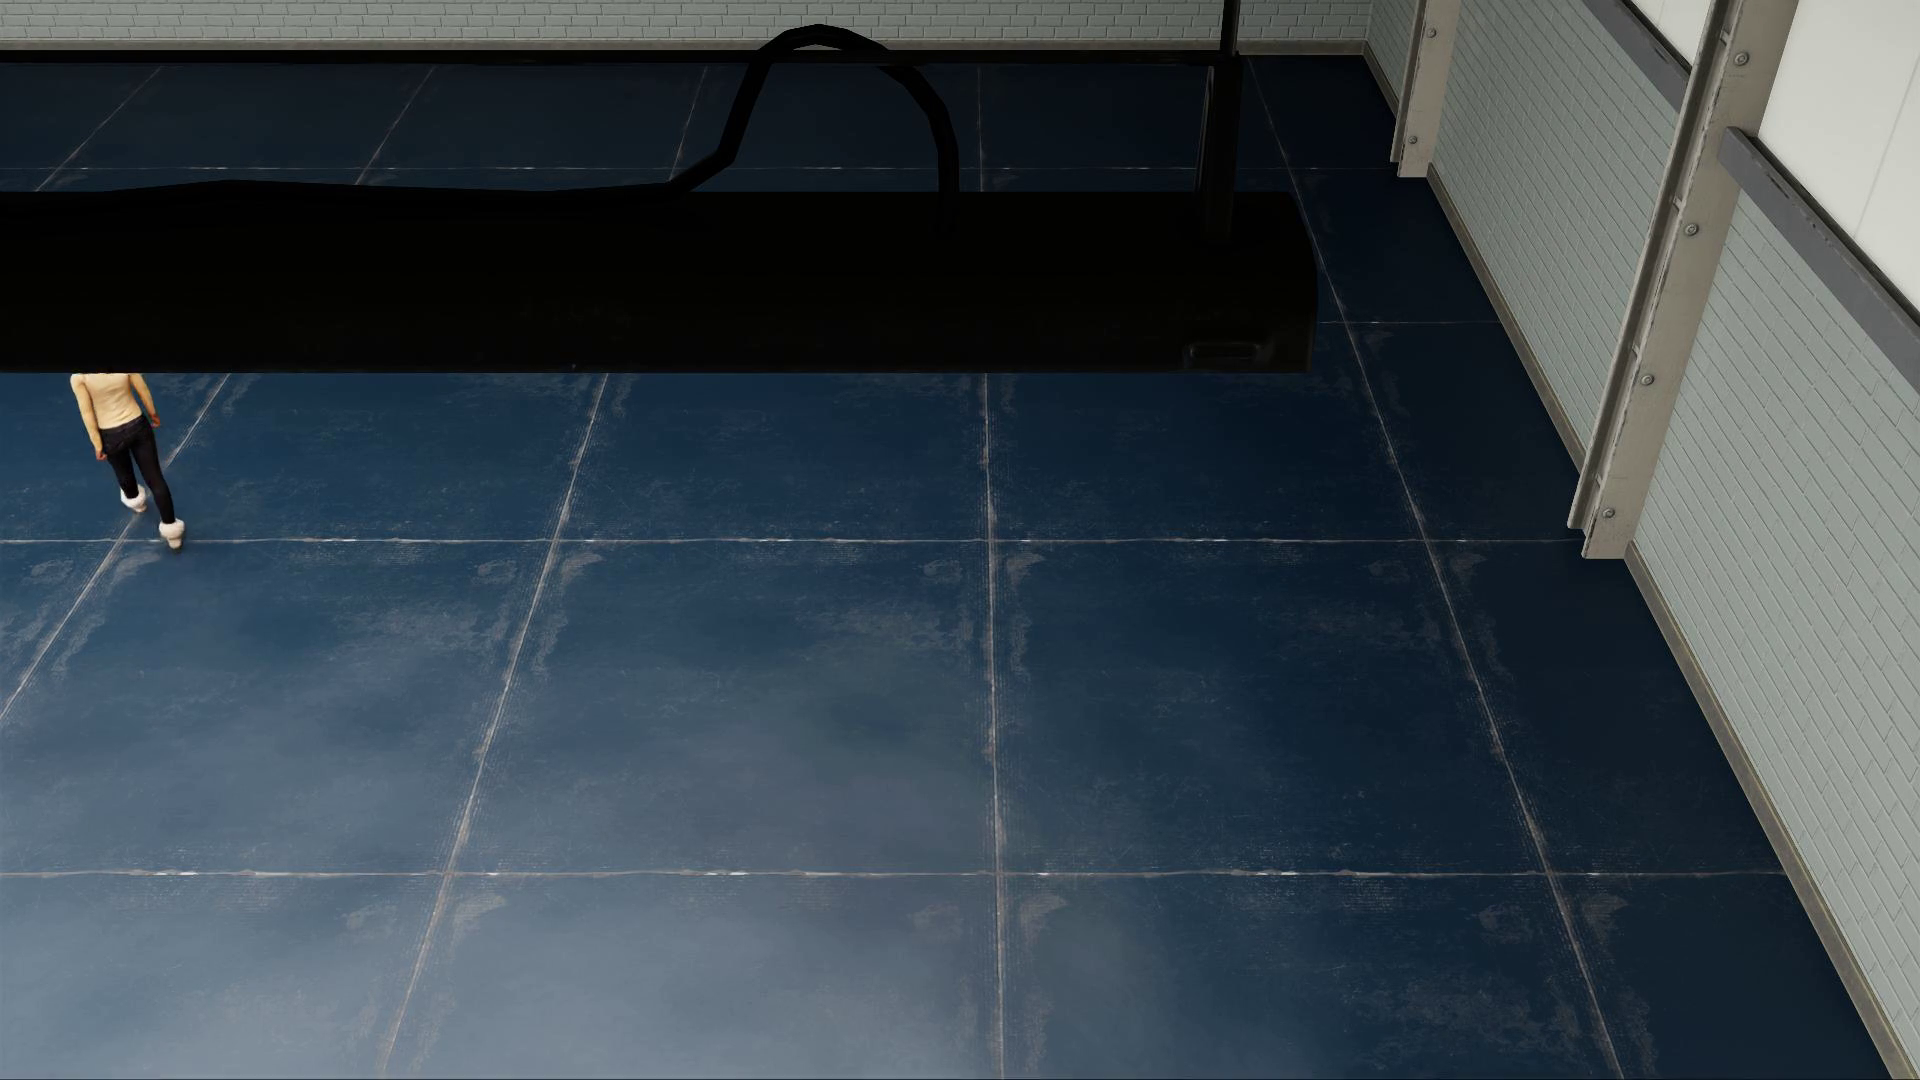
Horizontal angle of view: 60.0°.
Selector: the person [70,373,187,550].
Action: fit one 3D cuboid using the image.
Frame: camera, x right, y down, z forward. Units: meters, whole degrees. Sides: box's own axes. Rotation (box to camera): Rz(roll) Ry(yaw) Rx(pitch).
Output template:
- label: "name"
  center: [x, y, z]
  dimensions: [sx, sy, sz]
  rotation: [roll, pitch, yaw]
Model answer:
- label: "person"
  center: [-5.479, -0.664, 10.982]
  dimensions: [1.017, 1.617, 1.163]
  rotation: [-24, 43, -28]
